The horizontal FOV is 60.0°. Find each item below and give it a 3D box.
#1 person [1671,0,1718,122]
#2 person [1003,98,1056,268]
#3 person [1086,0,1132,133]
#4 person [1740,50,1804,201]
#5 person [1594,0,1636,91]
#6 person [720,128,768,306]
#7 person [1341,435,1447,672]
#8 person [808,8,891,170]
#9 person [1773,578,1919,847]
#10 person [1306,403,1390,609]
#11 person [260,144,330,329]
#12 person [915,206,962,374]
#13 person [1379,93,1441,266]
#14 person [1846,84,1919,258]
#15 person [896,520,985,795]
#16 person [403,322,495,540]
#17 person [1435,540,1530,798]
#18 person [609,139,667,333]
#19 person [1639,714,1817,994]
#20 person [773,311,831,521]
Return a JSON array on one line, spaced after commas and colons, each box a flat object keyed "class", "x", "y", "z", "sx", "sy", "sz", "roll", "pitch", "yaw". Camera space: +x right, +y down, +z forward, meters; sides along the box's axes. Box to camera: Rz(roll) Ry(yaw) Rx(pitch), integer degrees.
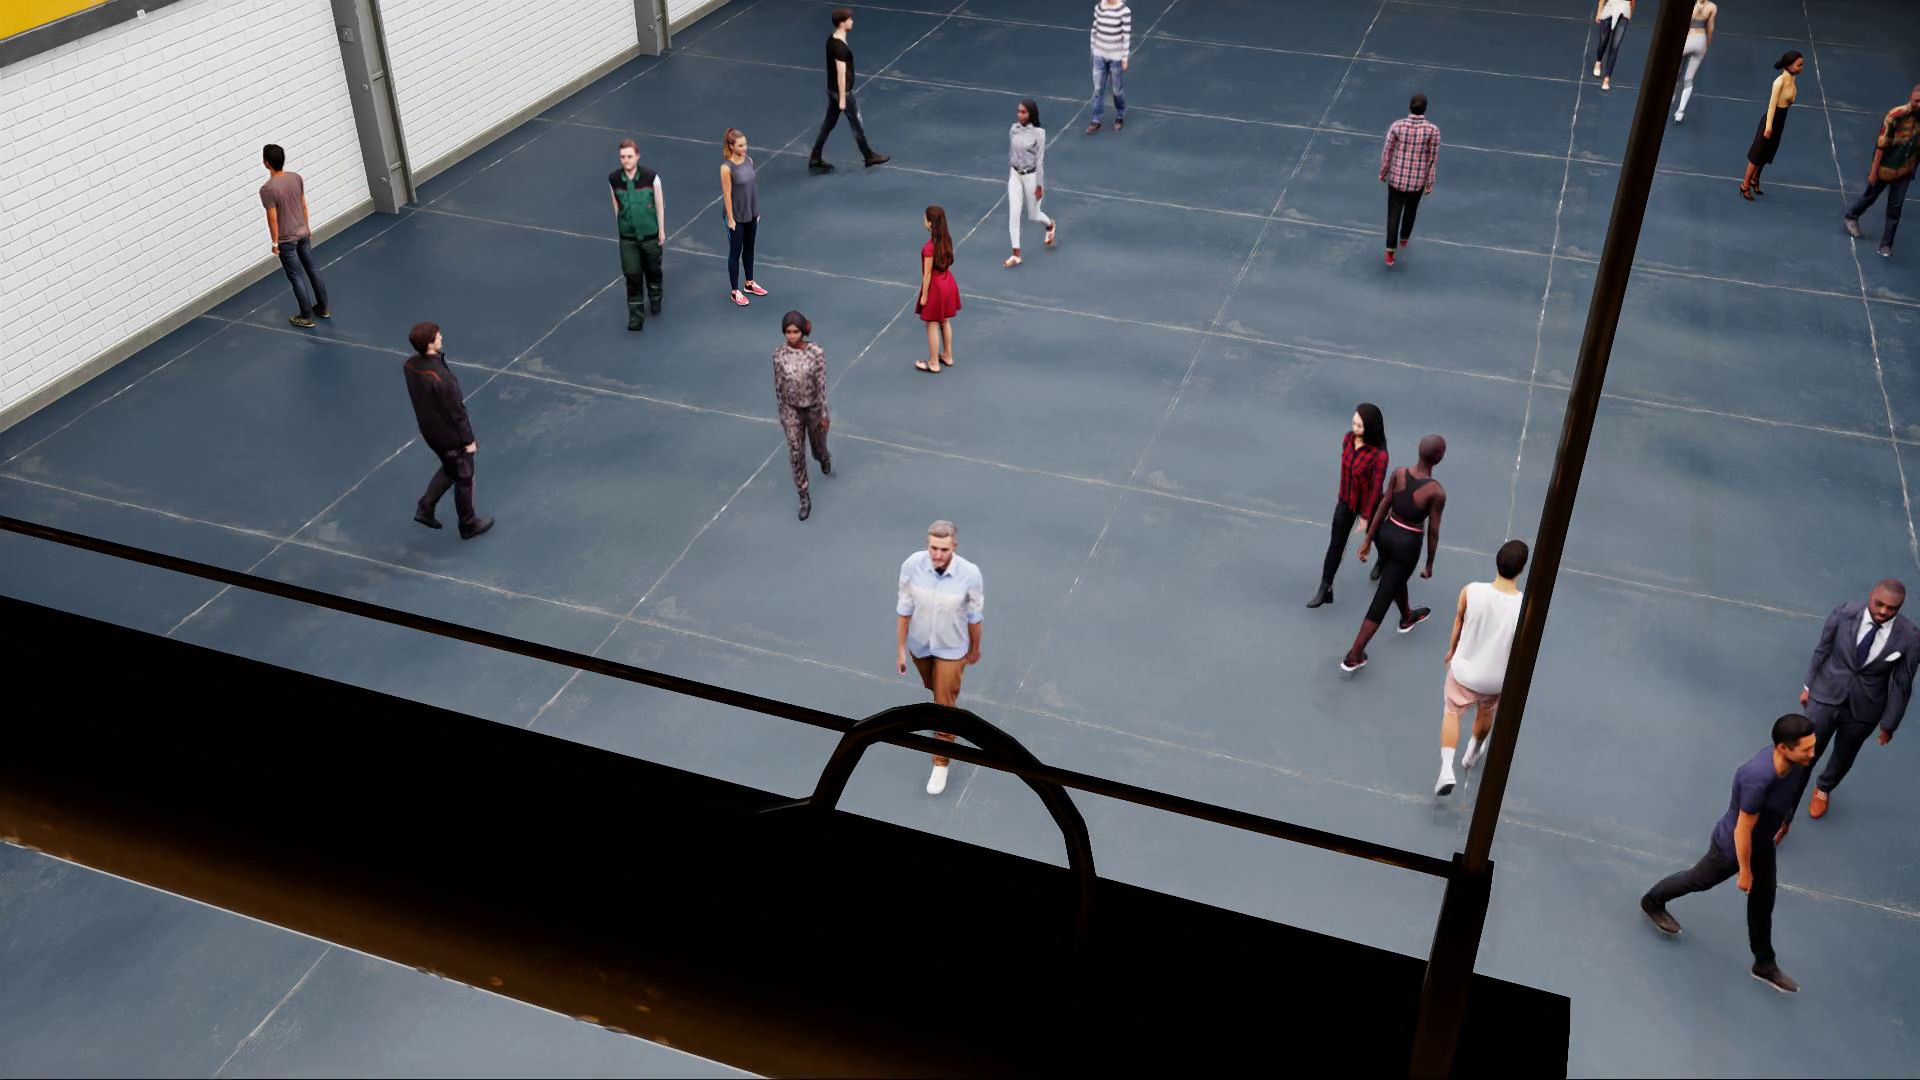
[{"class": "person", "x": 9.038, "y": -6.010, "z": 20.535, "sx": 0.561, "sy": 1.652, "sz": 1.118, "roll": 11, "pitch": 35, "yaw": 17}, {"class": "person", "x": 0.725, "y": -3.657, "z": 16.948, "sx": 0.799, "sy": 1.704, "sz": 1.072, "roll": 24, "pitch": 40, "yaw": 31}, {"class": "person", "x": 1.835, "y": -5.894, "z": 20.171, "sx": 0.734, "sy": 1.862, "sz": 0.822, "roll": 18, "pitch": 38, "yaw": 25}, {"class": "person", "x": 8.985, "y": -4.591, "z": 18.401, "sx": 0.604, "sy": 1.651, "sz": 0.707, "roll": -29, "pitch": 43, "yaw": -36}, {"class": "person", "x": 8.532, "y": -6.842, "z": 21.702, "sx": 0.675, "sy": 1.746, "sz": 1.115, "roll": 9, "pitch": 35, "yaw": 13}, {"class": "person", "x": -2.131, "y": -3.162, "z": 16.185, "sx": 0.672, "sy": 1.723, "sz": 0.548, "roll": 22, "pitch": 39, "yaw": 29}, {"class": "person", "x": 2.908, "y": 0.124, "z": 11.269, "sx": 1.279, "sy": 1.693, "sz": 1.058, "roll": -25, "pitch": 41, "yaw": -32}, {"class": "person", "x": -1.449, "y": -5.093, "z": 18.974, "sx": 1.219, "sy": 1.853, "sz": 1.236, "roll": -10, "pitch": 35, "yaw": -15}, {"class": "person", "x": 5.312, "y": 0.955, "z": 9.928, "sx": 0.898, "sy": 1.794, "sz": 1.118, "roll": 23, "pitch": 40, "yaw": 30}, {"class": "person", "x": 2.951, "y": -0.282, "z": 11.959, "sx": 1.156, "sy": 1.606, "sz": 0.981, "roll": -22, "pitch": 39, "yaw": -29}, {"class": "person", "x": -6.301, "y": -2.884, "z": 15.716, "sx": 0.711, "sy": 1.780, "sz": 0.519, "roll": 16, "pitch": 37, "yaw": 23}, {"class": "person", "x": -0.193, "y": -2.268, "z": 14.997, "sx": 0.682, "sy": 1.550, "sz": 0.612, "roll": 21, "pitch": 39, "yaw": 28}, {"class": "person", "x": 4.528, "y": -3.632, "z": 16.897, "sx": 0.761, "sy": 1.719, "sz": 1.095, "roll": 9, "pitch": 35, "yaw": 13}, {"class": "person", "x": 9.634, "y": -3.895, "z": 17.248, "sx": 0.928, "sy": 1.768, "sz": 1.297, "roll": 0, "pitch": 34, "yaw": 0}, {"class": "person", "x": -0.127, "y": 0.600, "z": 10.466, "sx": 0.703, "sy": 1.789, "sz": 1.132, "roll": 10, "pitch": 35, "yaw": 15}, {"class": "person", "x": -3.926, "y": -0.766, "z": 12.489, "sx": 0.897, "sy": 1.826, "sz": 0.966, "roll": 28, "pitch": 43, "yaw": 36}, {"class": "person", "x": 3.165, "y": 0.817, "z": 10.162, "sx": 0.634, "sy": 1.765, "sz": 0.995, "roll": 13, "pitch": 36, "yaw": 18}, {"class": "person", "x": -3.003, "y": -2.924, "z": 15.764, "sx": 0.939, "sy": 1.793, "sz": 1.200, "roll": -2, "pitch": 34, "yaw": -3}, {"class": "person", "x": 4.152, "y": 1.598, "z": 9.008, "sx": 1.195, "sy": 1.740, "sz": 1.132, "roll": -23, "pitch": 40, "yaw": -30}, {"class": "person", "x": -1.192, "y": -1.024, "z": 12.988, "sx": 0.702, "sy": 1.702, "sz": 0.979, "roll": 5, "pitch": 34, "yaw": 8}]
